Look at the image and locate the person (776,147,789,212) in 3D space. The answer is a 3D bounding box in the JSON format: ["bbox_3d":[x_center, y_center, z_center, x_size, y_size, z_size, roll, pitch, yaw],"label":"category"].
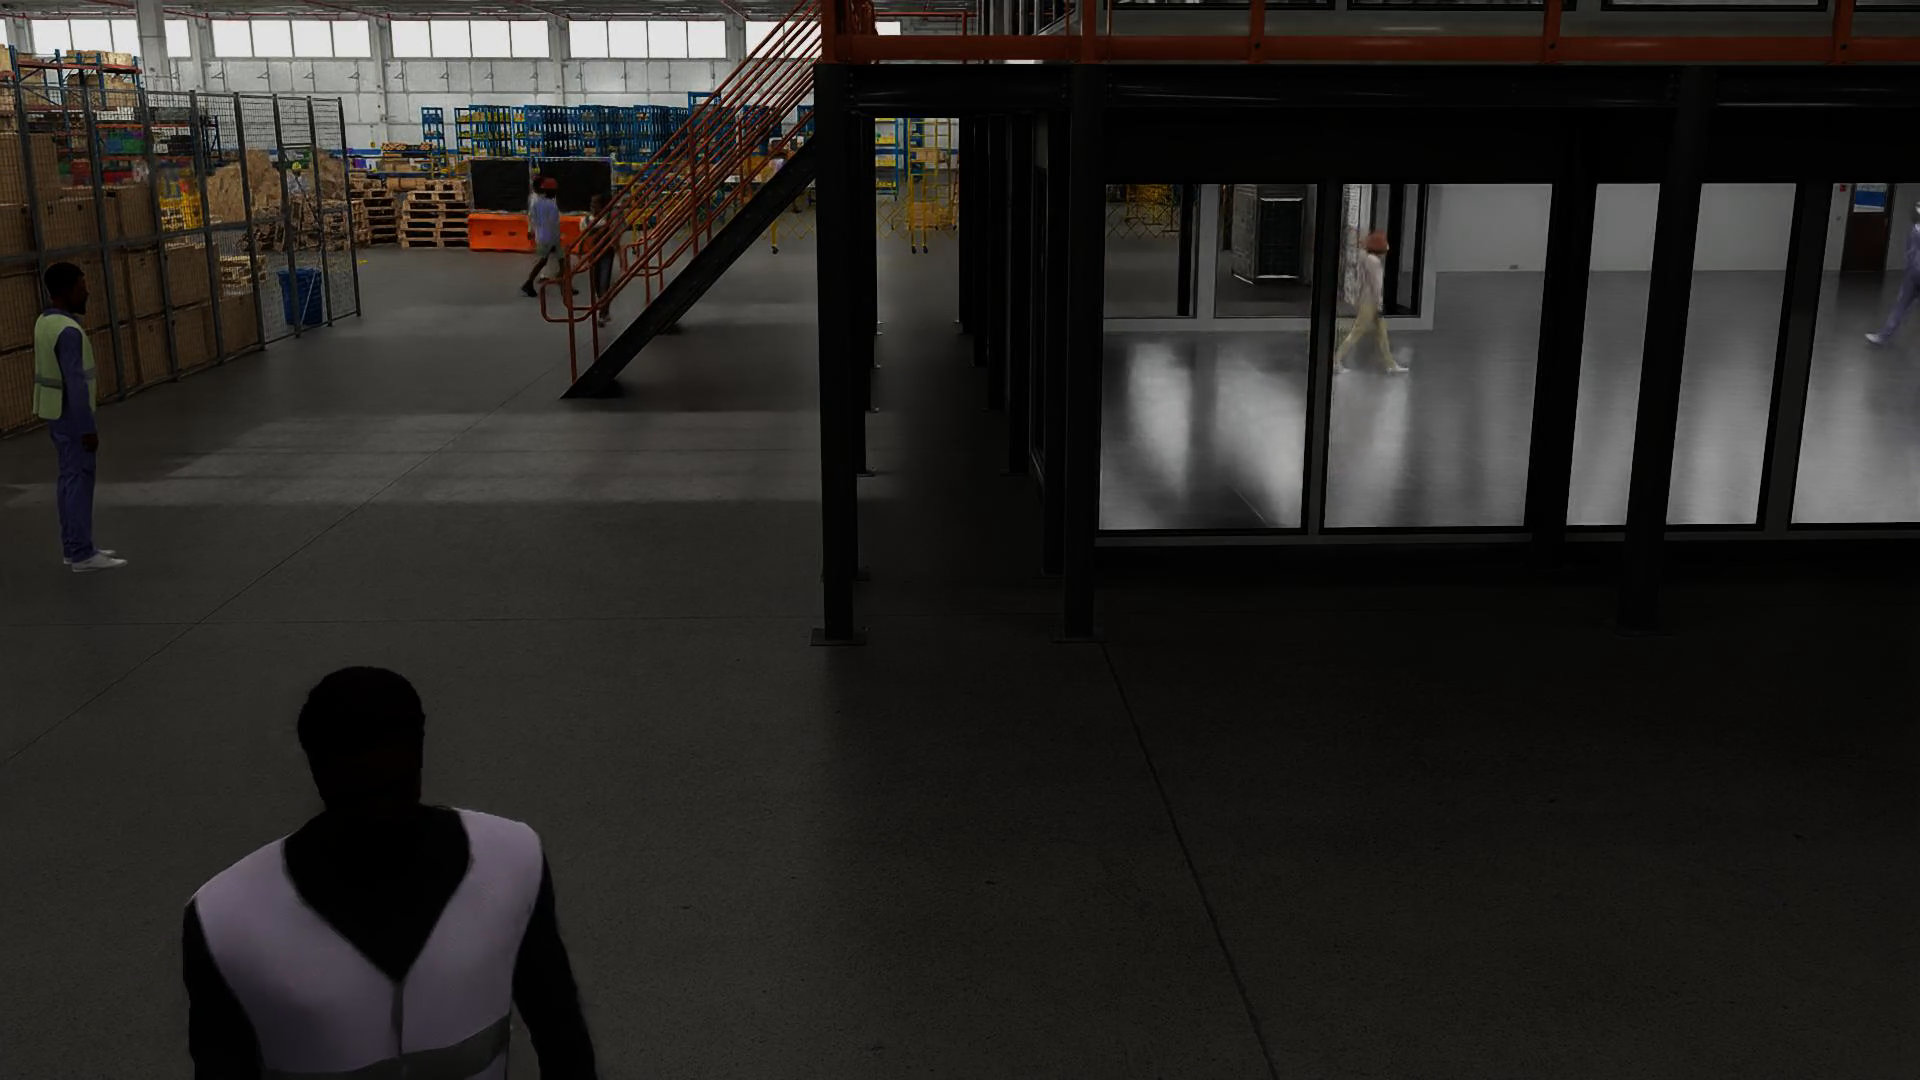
[{"bbox_3d":[-5.566,-11.308,52.278,0.446,2.016,0.645,-6,15,-22],"label":"person"}]

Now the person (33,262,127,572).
[{"bbox_3d":[-5.516,-0.753,10.312,0.382,1.915,0.597,-11,18,-38],"label":"person"}]

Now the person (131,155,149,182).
[{"bbox_3d":[-23.558,-10.129,47.895,0.670,1.852,0.993,1,14,3],"label":"person"}]

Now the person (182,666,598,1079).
[{"bbox_3d":[-0.962,1.107,2.891,0.661,1.908,0.398,-9,16,-31],"label":"person"}]

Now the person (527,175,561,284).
[{"bbox_3d":[-7.251,-5.378,28.882,0.592,1.874,0.419,9,16,31],"label":"person"}]

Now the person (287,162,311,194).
[{"bbox_3d":[-16.184,-8.332,40.762,0.601,1.828,0.404,-12,18,-39],"label":"person"}]

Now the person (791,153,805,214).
[{"bbox_3d":[-5.105,-11.105,51.799,0.620,1.870,0.943,-10,17,-34],"label":"person"}]

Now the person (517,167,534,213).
[{"bbox_3d":[-10.341,-8.043,39.805,0.485,1.734,0.322,-6,15,-22],"label":"person"}]

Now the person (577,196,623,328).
[{"bbox_3d":[-4.972,-3.834,22.900,0.585,1.779,1.008,1,14,4],"label":"person"}]

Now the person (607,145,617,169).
[{"bbox_3d":[-15.700,-17.007,75.487,0.673,1.814,0.600,-5,15,-19],"label":"person"}]

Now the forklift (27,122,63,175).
[{"bbox_3d":[-35.376,-14.773,64.377,1.129,2.768,1.873,-1,14,-2],"label":"forklift"}]

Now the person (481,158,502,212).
[{"bbox_3d":[-11.324,-8.342,40.545,0.961,1.951,0.657,1,14,4],"label":"person"}]

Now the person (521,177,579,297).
[{"bbox_3d":[-6.639,-4.864,26.752,0.926,1.909,0.542,-14,19,-43],"label":"person"}]

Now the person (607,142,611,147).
[{"bbox_3d":[-18.919,-20.553,89.640,0.572,1.824,0.721,-3,14,-11],"label":"person"}]

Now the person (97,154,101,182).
[{"bbox_3d":[-40.187,-17.454,77.406,0.529,1.750,0.642,-1,14,-2],"label":"person"}]
